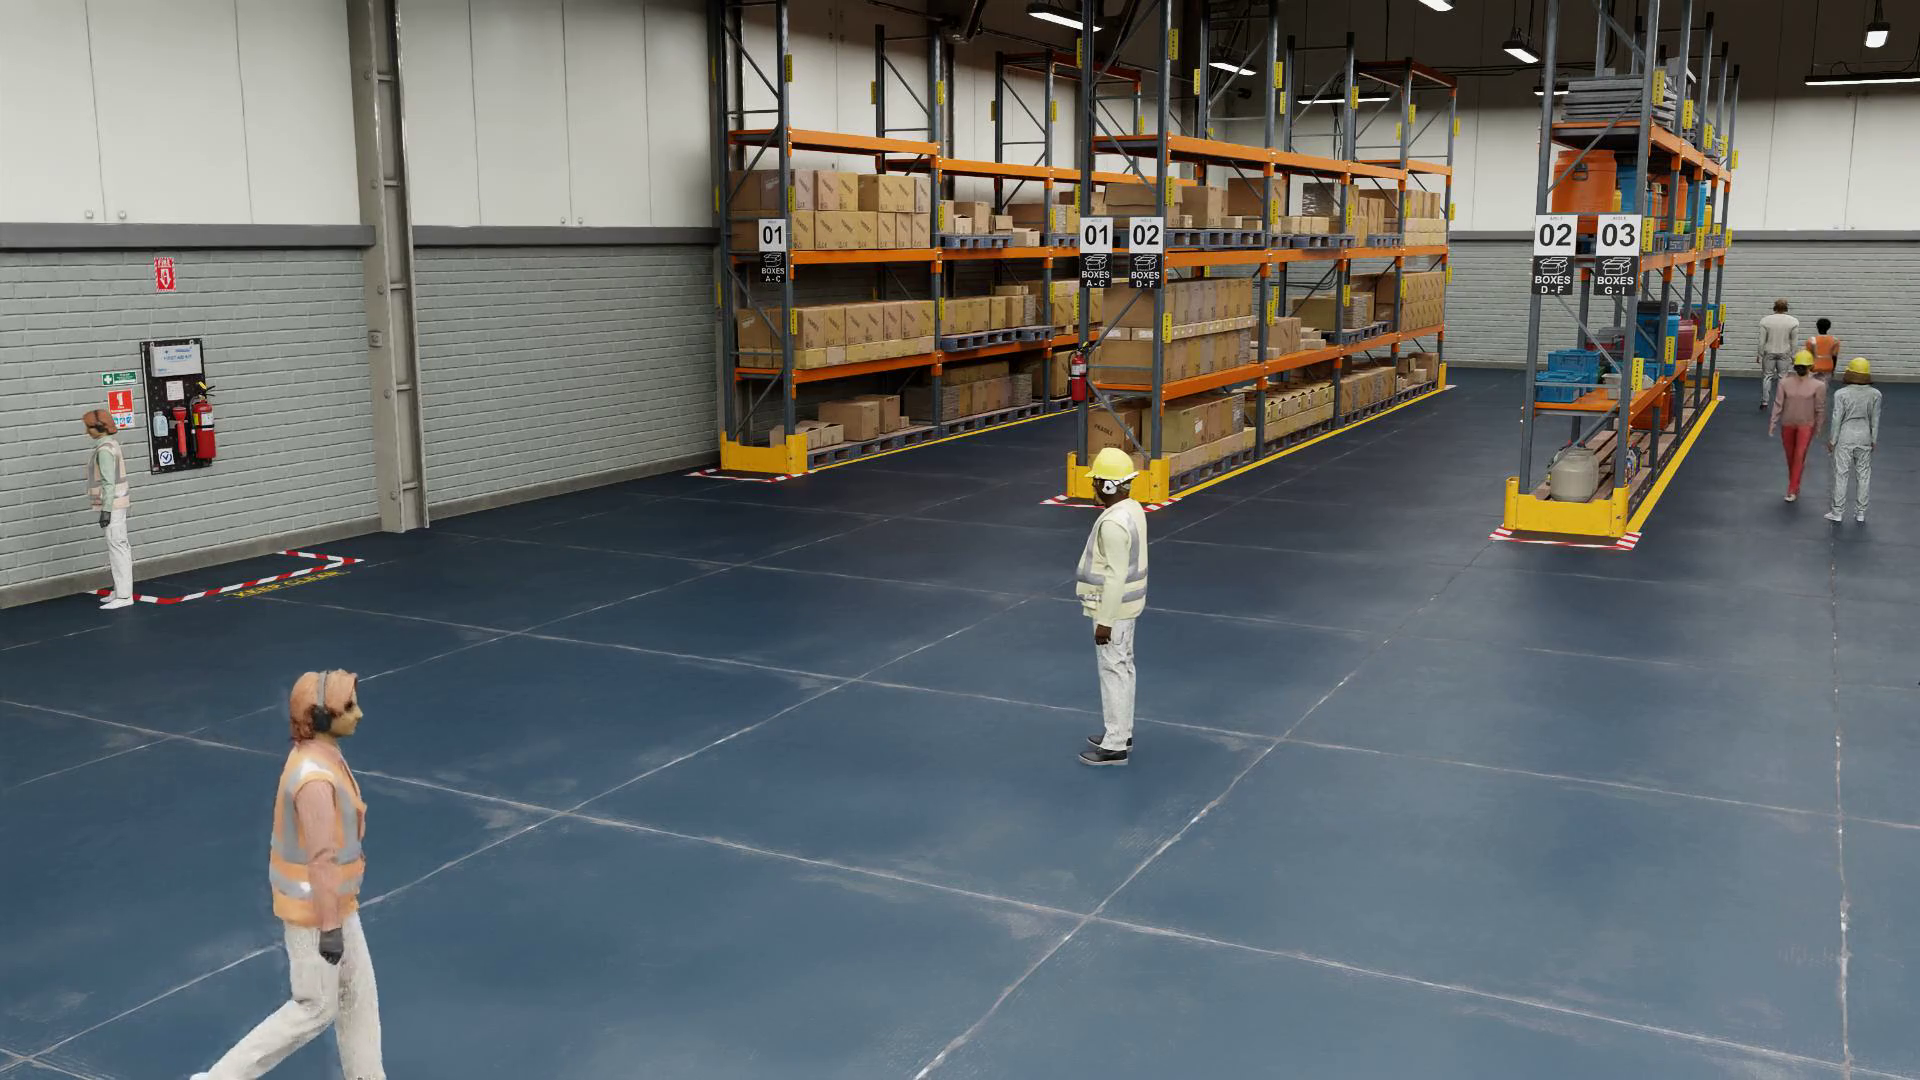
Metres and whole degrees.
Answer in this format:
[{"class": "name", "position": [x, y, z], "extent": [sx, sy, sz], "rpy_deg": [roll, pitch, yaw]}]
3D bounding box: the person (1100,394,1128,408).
[{"class": "person", "position": [2.584, -2.909, 27.586], "extent": [0.542, 1.819, 0.981], "rpy_deg": [6, 12, 31]}]

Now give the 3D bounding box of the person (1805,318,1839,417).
[{"class": "person", "position": [14.144, -2.804, 27.347], "extent": [0.539, 1.691, 0.527], "rpy_deg": [2, 11, 10]}]

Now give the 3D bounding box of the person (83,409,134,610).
[{"class": "person", "position": [-6.942, -0.256, 13.586], "extent": [0.308, 1.639, 0.510], "rpy_deg": [-5, 11, -24]}]

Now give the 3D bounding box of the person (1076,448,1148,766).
[{"class": "person", "position": [0.871, 0.380, 9.583], "extent": [0.404, 1.831, 0.600], "rpy_deg": [3, 11, 15]}]

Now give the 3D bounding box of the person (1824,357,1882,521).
[{"class": "person", "position": [9.512, -1.068, 17.719], "extent": [0.493, 1.746, 0.282], "rpy_deg": [1, 10, 4]}]

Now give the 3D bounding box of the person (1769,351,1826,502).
[{"class": "person", "position": [9.707, -1.338, 19.248], "extent": [0.526, 1.726, 0.893], "rpy_deg": [9, 14, 41]}]

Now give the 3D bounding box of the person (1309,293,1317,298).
[{"class": "person", "position": [6.193, -3.323, 29.281], "extent": [0.623, 2.020, 0.467], "rpy_deg": [4, 11, 22]}]

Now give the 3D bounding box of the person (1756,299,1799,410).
[{"class": "person", "position": [14.209, -3.223, 28.937], "extent": [0.638, 1.938, 0.356], "rpy_deg": [4, 11, 20]}]

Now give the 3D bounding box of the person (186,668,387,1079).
[{"class": "person", "position": [-2.219, 1.227, 5.555], "extent": [0.682, 1.614, 0.527], "rpy_deg": [-3, 11, -18]}]
